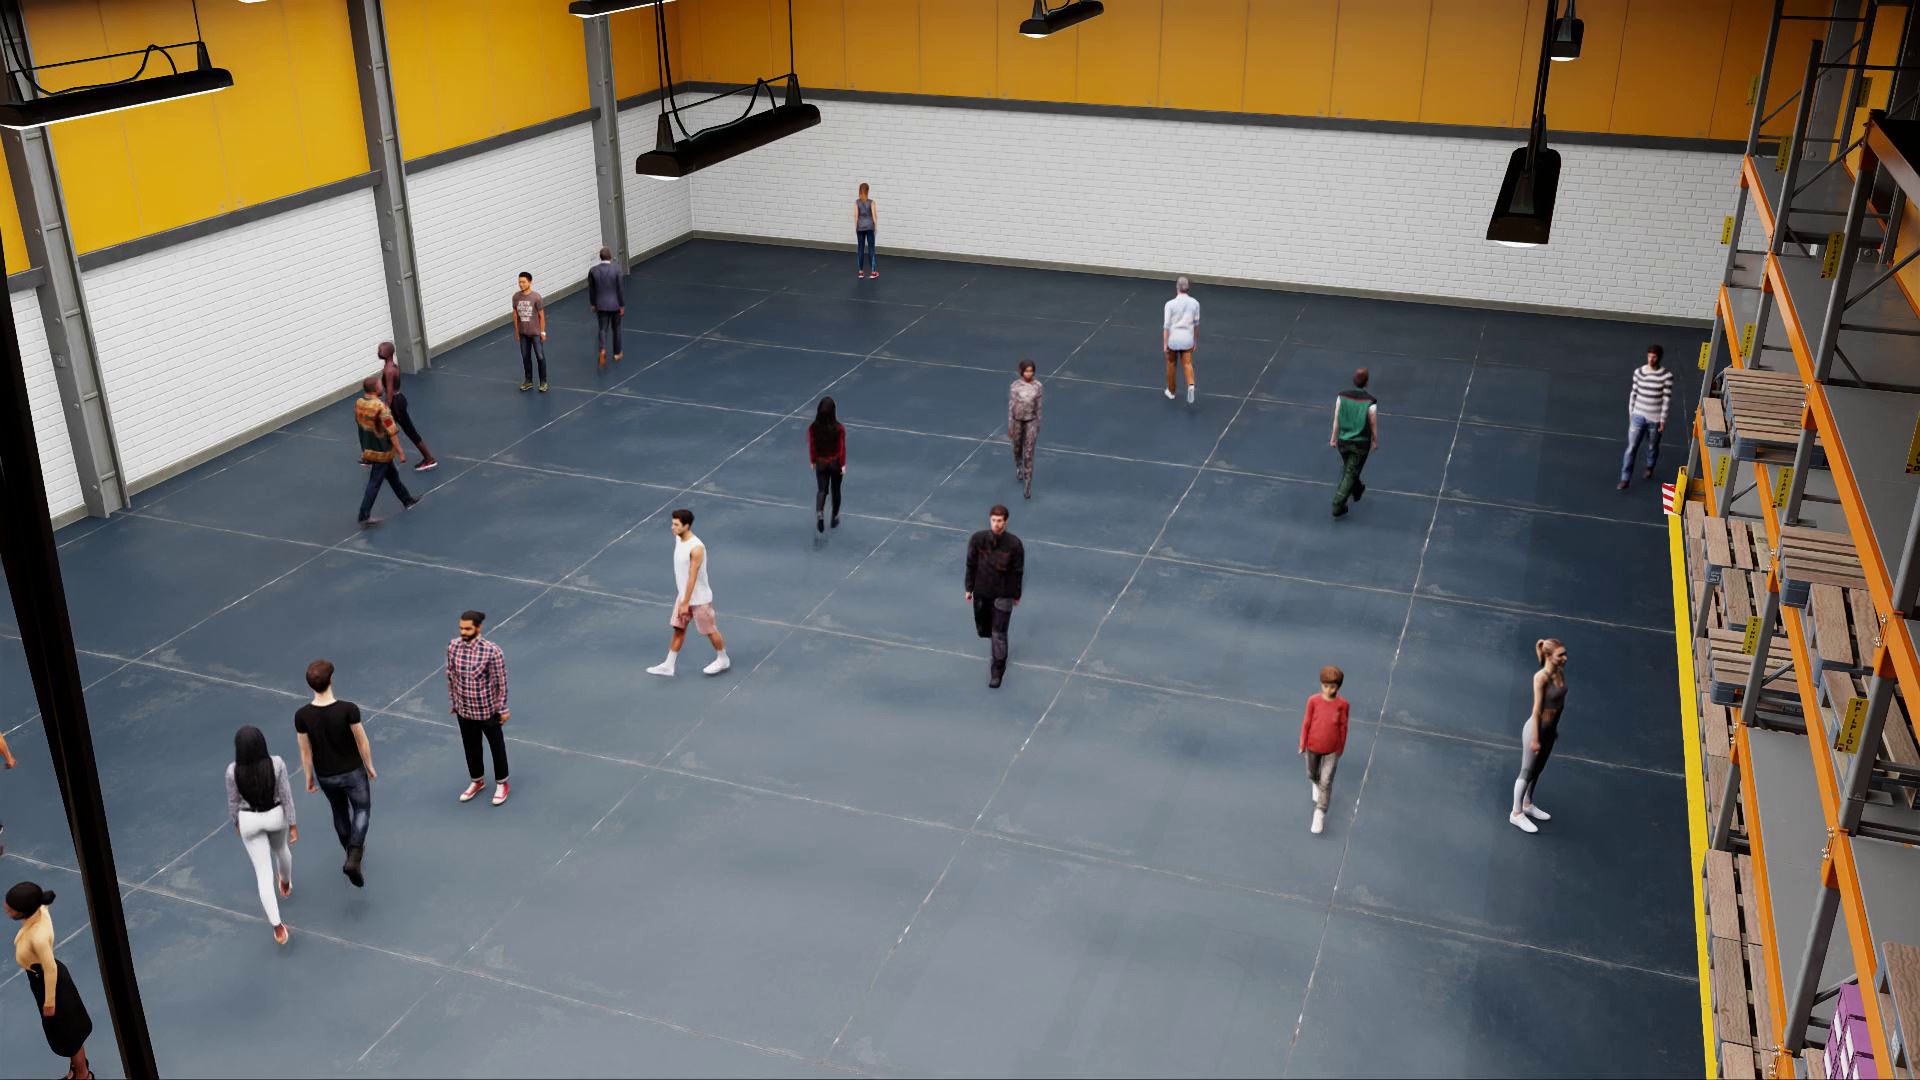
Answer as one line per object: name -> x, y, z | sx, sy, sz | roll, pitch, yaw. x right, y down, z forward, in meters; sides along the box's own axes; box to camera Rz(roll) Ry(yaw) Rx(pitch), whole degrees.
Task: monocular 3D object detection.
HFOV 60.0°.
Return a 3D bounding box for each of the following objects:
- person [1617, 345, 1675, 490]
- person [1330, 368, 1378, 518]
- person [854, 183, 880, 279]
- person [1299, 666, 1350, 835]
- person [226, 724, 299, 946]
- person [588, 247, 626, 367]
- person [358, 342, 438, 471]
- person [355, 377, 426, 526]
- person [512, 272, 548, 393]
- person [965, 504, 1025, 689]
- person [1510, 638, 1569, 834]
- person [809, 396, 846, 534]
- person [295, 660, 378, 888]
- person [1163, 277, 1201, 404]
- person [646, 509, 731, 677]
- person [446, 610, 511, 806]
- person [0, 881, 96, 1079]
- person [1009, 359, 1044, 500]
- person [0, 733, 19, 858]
person -> 8.658, -1.556, 20.835 | 0.870, 1.808, 1.254 | 16, 28, 32
person -> 4.684, -1.137, 19.897 | 0.902, 1.792, 1.228 | 17, 29, 34
person -> -1.717, -5.646, 30.299 | 0.600, 1.722, 0.576 | 4, 24, 10
person -> 3.045, 1.686, 13.935 | 0.517, 1.396, 0.908 | 8, 25, 18
person -> -5.183, 2.204, 12.399 | 1.133, 1.676, 1.199 | -10, 26, -22
person -> -5.389, -3.541, 25.386 | 0.908, 1.801, 1.108 | 0, 24, 1
person -> -7.086, -1.673, 21.222 | 1.183, 1.714, 1.167 | -9, 25, -19
person -> -6.944, -1.014, 19.662 | 0.958, 1.755, 1.286 | 18, 29, 35
person -> -6.269, -3.056, 24.305 | 0.655, 1.779, 0.595 | 4, 24, 9
person -> 0.350, 0.483, 16.162 | 0.723, 1.816, 1.022 | 7, 25, 16
person -> 4.807, 1.586, 13.780 | 0.709, 1.703, 0.604 | 21, 31, 39
person -> -1.547, -0.836, 19.400 | 0.709, 1.639, 0.965 | 3, 24, 8
person -> -4.834, 1.849, 12.953 | 0.971, 1.882, 1.158 | -3, 24, -8
person -> 3.170, -2.819, 23.728 | 0.983, 1.807, 1.136 | -4, 24, -9
person -> -2.494, 0.524, 16.160 | 1.167, 1.742, 1.030 | -16, 28, -32
person -> -4.088, 1.396, 14.142 | 0.717, 1.760, 0.623 | 5, 24, 12
person -> -5.900, 2.914, 10.804 | 0.709, 1.654, 0.666 | -14, 27, -29
person -> 0.788, -1.432, 20.721 | 0.797, 1.672, 1.196 | 1, 24, 3
person -> -7.888, 1.813, 13.173 | 0.846, 1.773, 0.926 | -1, 24, -3
